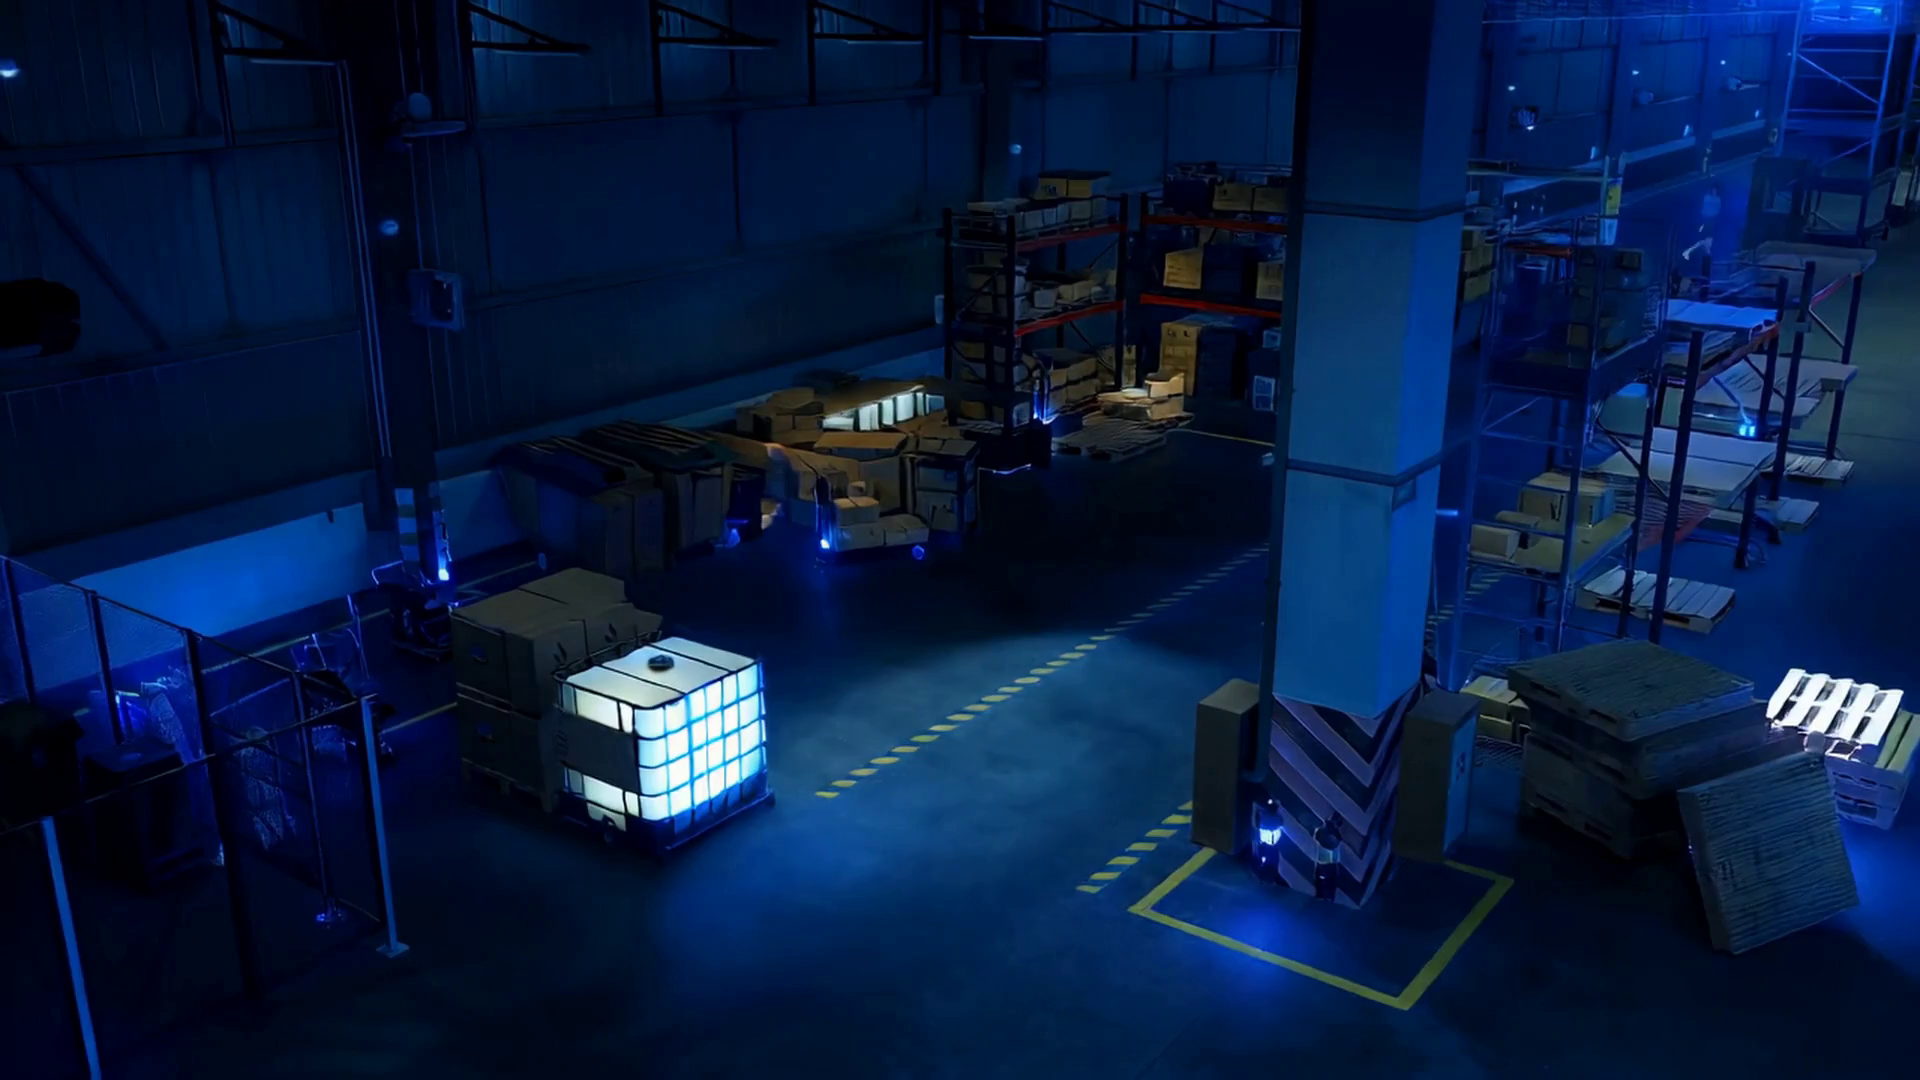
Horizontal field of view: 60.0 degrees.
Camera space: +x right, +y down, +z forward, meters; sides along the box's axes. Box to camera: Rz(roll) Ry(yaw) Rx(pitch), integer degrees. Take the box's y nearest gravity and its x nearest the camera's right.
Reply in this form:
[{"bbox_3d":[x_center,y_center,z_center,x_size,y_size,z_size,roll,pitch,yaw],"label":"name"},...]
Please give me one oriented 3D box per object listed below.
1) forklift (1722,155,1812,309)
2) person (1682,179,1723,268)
[{"bbox_3d":[15.436,-5.880,31.615,1.129,2.768,1.873,13,22,34],"label":"forklift"},{"bbox_3d":[16.304,-6.939,36.399,0.540,1.912,0.665,-12,22,-33],"label":"person"}]
